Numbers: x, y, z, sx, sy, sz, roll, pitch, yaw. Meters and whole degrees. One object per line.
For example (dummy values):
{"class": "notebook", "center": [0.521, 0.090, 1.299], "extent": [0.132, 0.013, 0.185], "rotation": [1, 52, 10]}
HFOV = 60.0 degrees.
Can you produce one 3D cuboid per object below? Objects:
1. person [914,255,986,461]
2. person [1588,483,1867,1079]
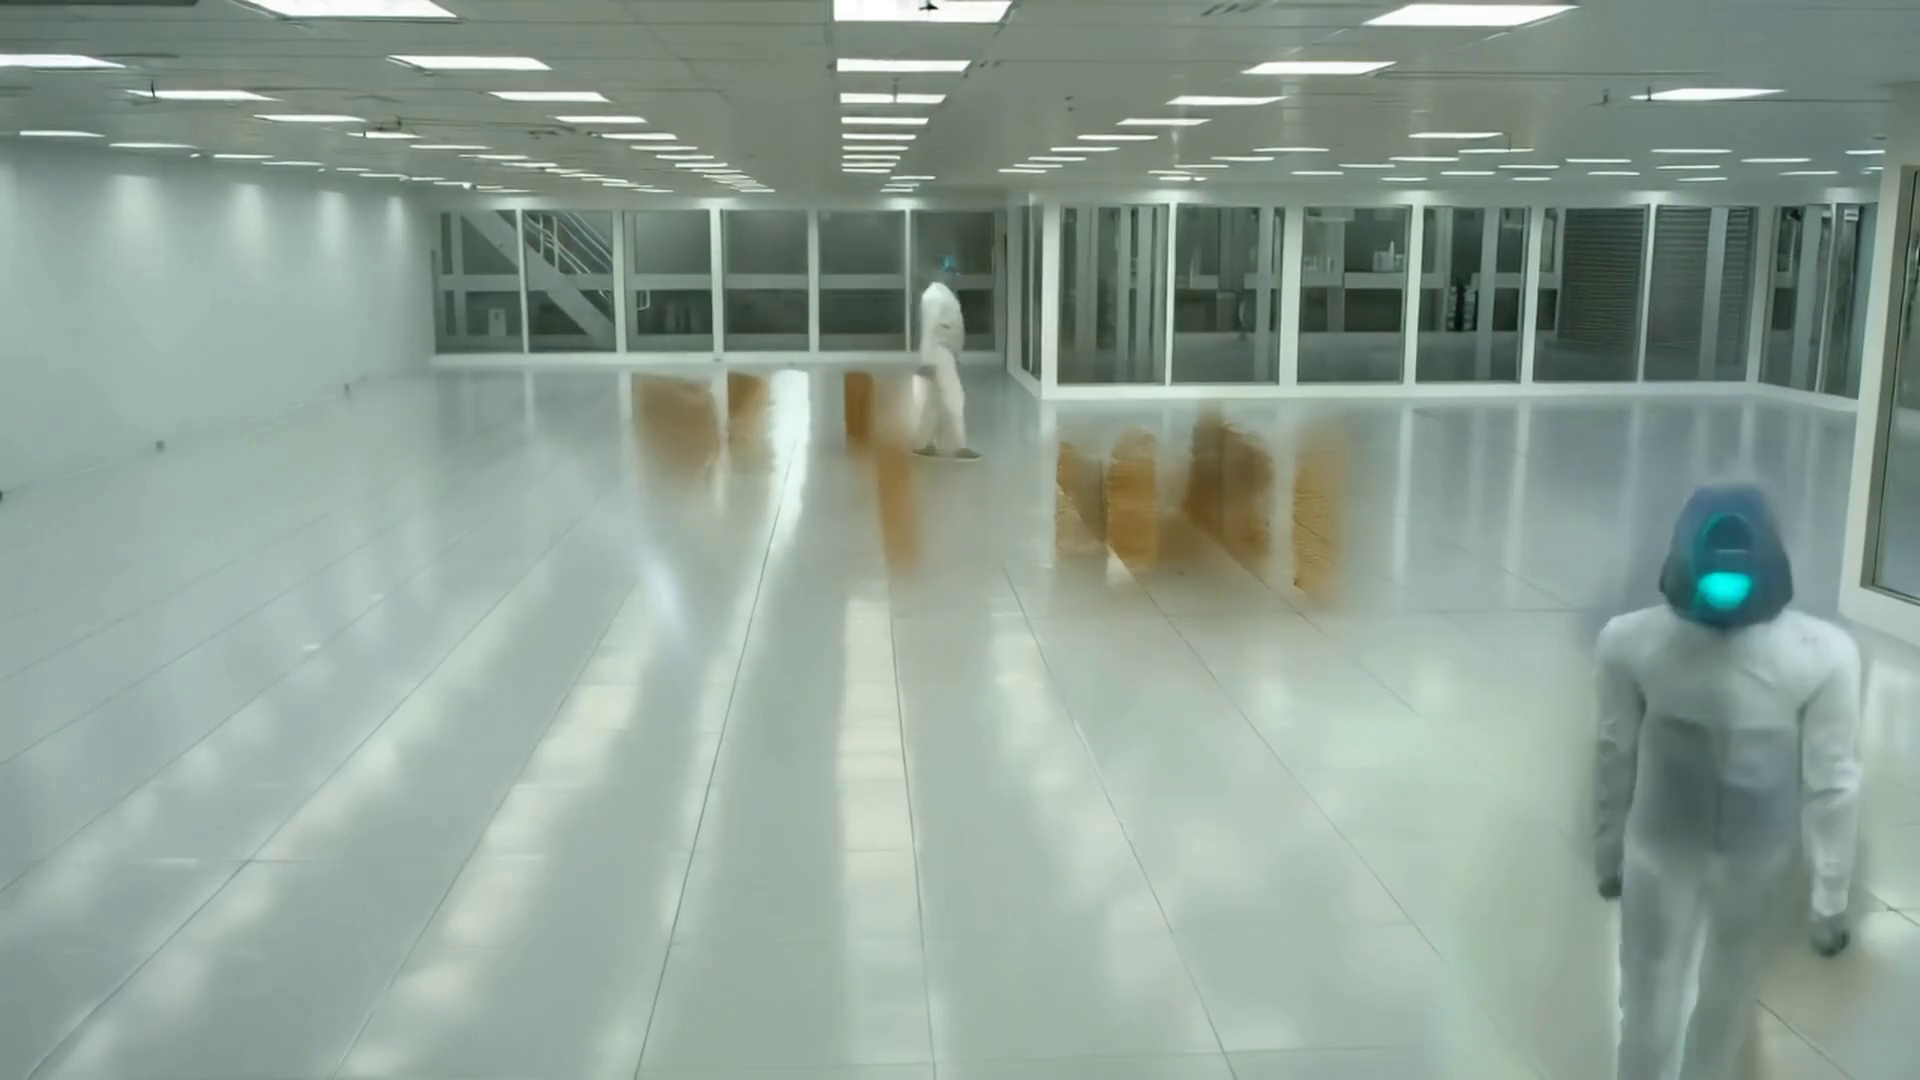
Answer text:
{"class": "person", "center": [-0.064, -1.658, 15.221], "extent": [0.863, 1.868, 0.662], "rotation": [3, 11, 14]}
{"class": "person", "center": [1.517, 0.688, 3.349], "extent": [0.506, 1.584, 0.865], "rotation": [4, 11, 20]}
